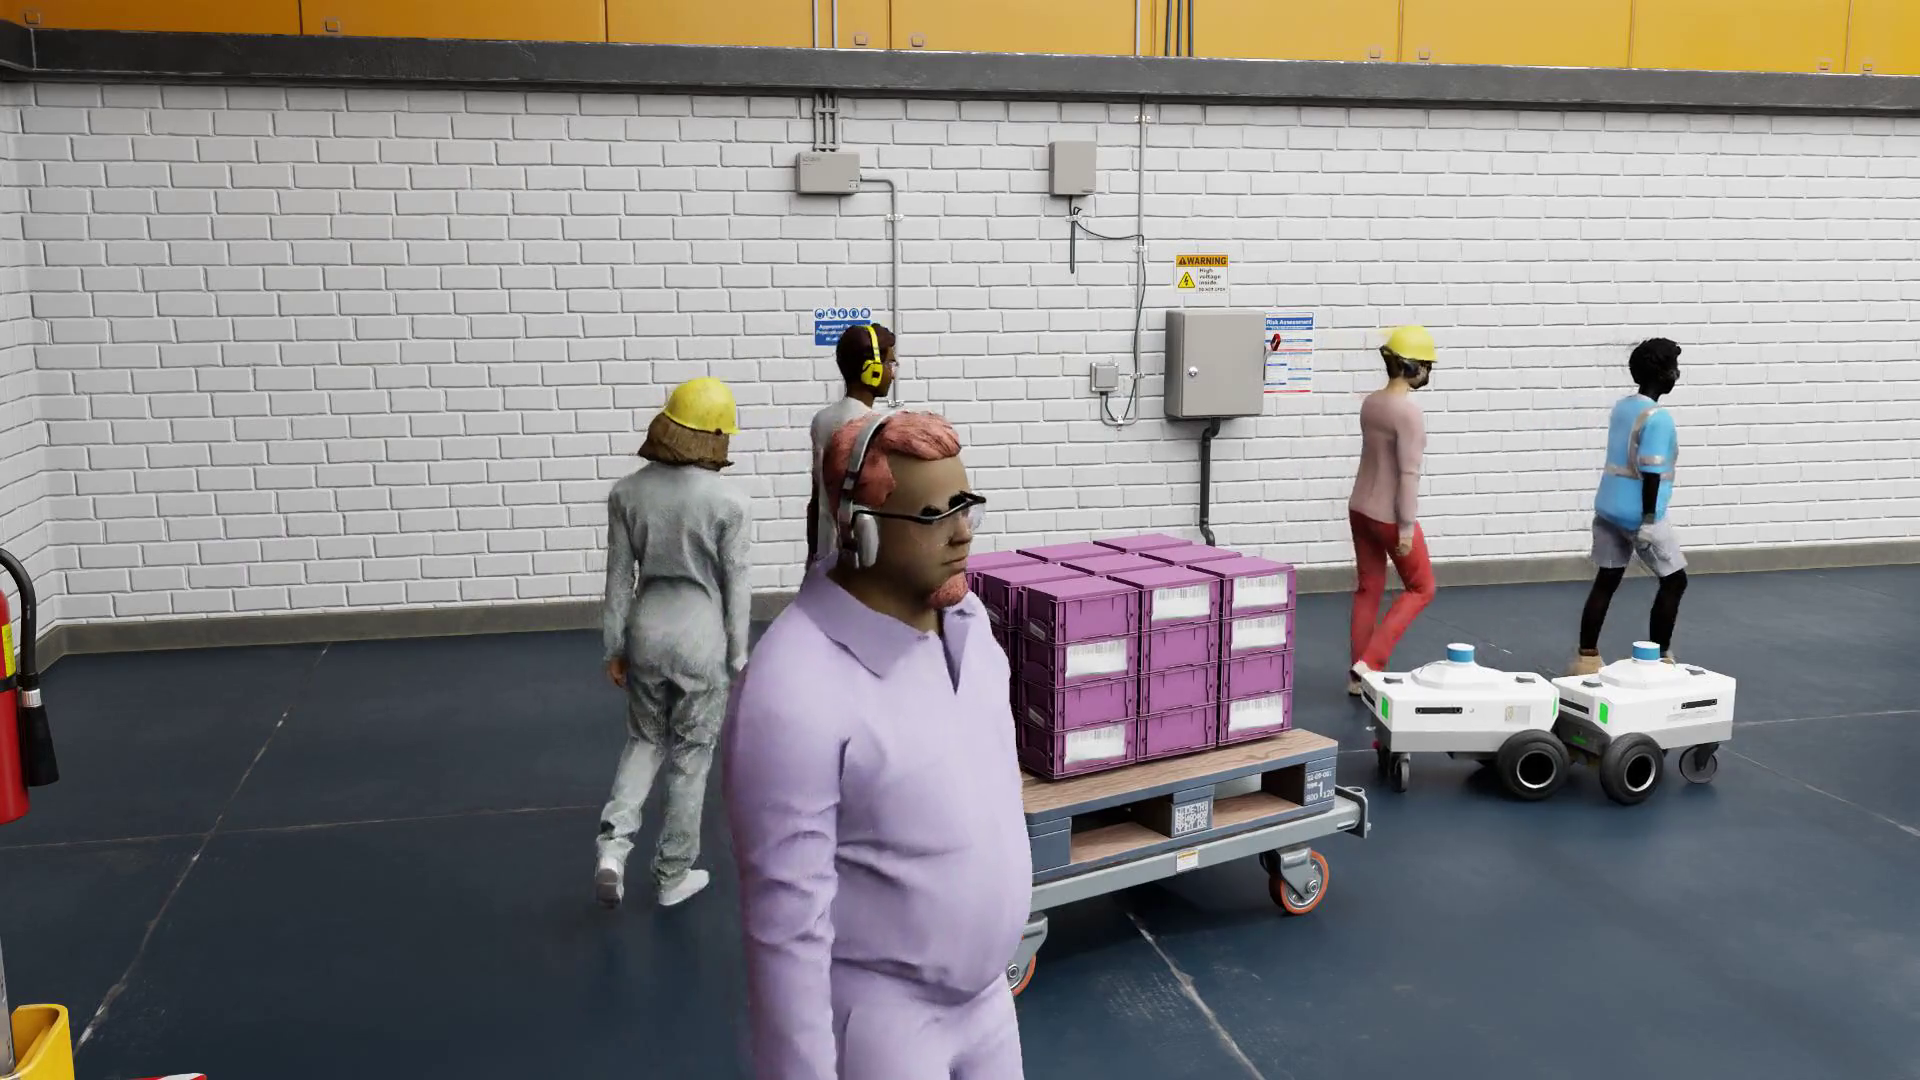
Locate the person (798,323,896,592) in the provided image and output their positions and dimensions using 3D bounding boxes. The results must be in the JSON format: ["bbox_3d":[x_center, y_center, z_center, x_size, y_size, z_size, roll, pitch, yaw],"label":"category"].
[{"bbox_3d":[-0.446,0.108,6.237,0.852,1.835,0.499,-6,12,-31],"label":"person"}]

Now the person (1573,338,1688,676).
[{"bbox_3d":[3.281,-0.118,7.902,0.661,1.676,0.548,-1,10,-6],"label":"person"}]

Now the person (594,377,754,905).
[{"bbox_3d":[-0.884,0.351,5.195,0.487,1.713,0.467,3,11,16],"label":"person"}]

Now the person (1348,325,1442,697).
[{"bbox_3d":[1.988,-0.108,7.651,0.372,1.749,0.526,-4,11,-19],"label":"person"}]

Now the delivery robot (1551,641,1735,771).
[{"bbox_3d":[2.680,0.642,6.530,0.707,0.478,0.477,-4,11,-21],"label":"delivery robot"}]

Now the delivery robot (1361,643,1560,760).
[{"bbox_3d":[1.942,0.649,6.495,0.707,0.478,0.477,0,10,0],"label":"delivery robot"}]

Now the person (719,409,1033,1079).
[{"bbox_3d":[-0.133,0.723,2.650,0.533,1.884,0.655,5,11,26],"label":"person"}]
